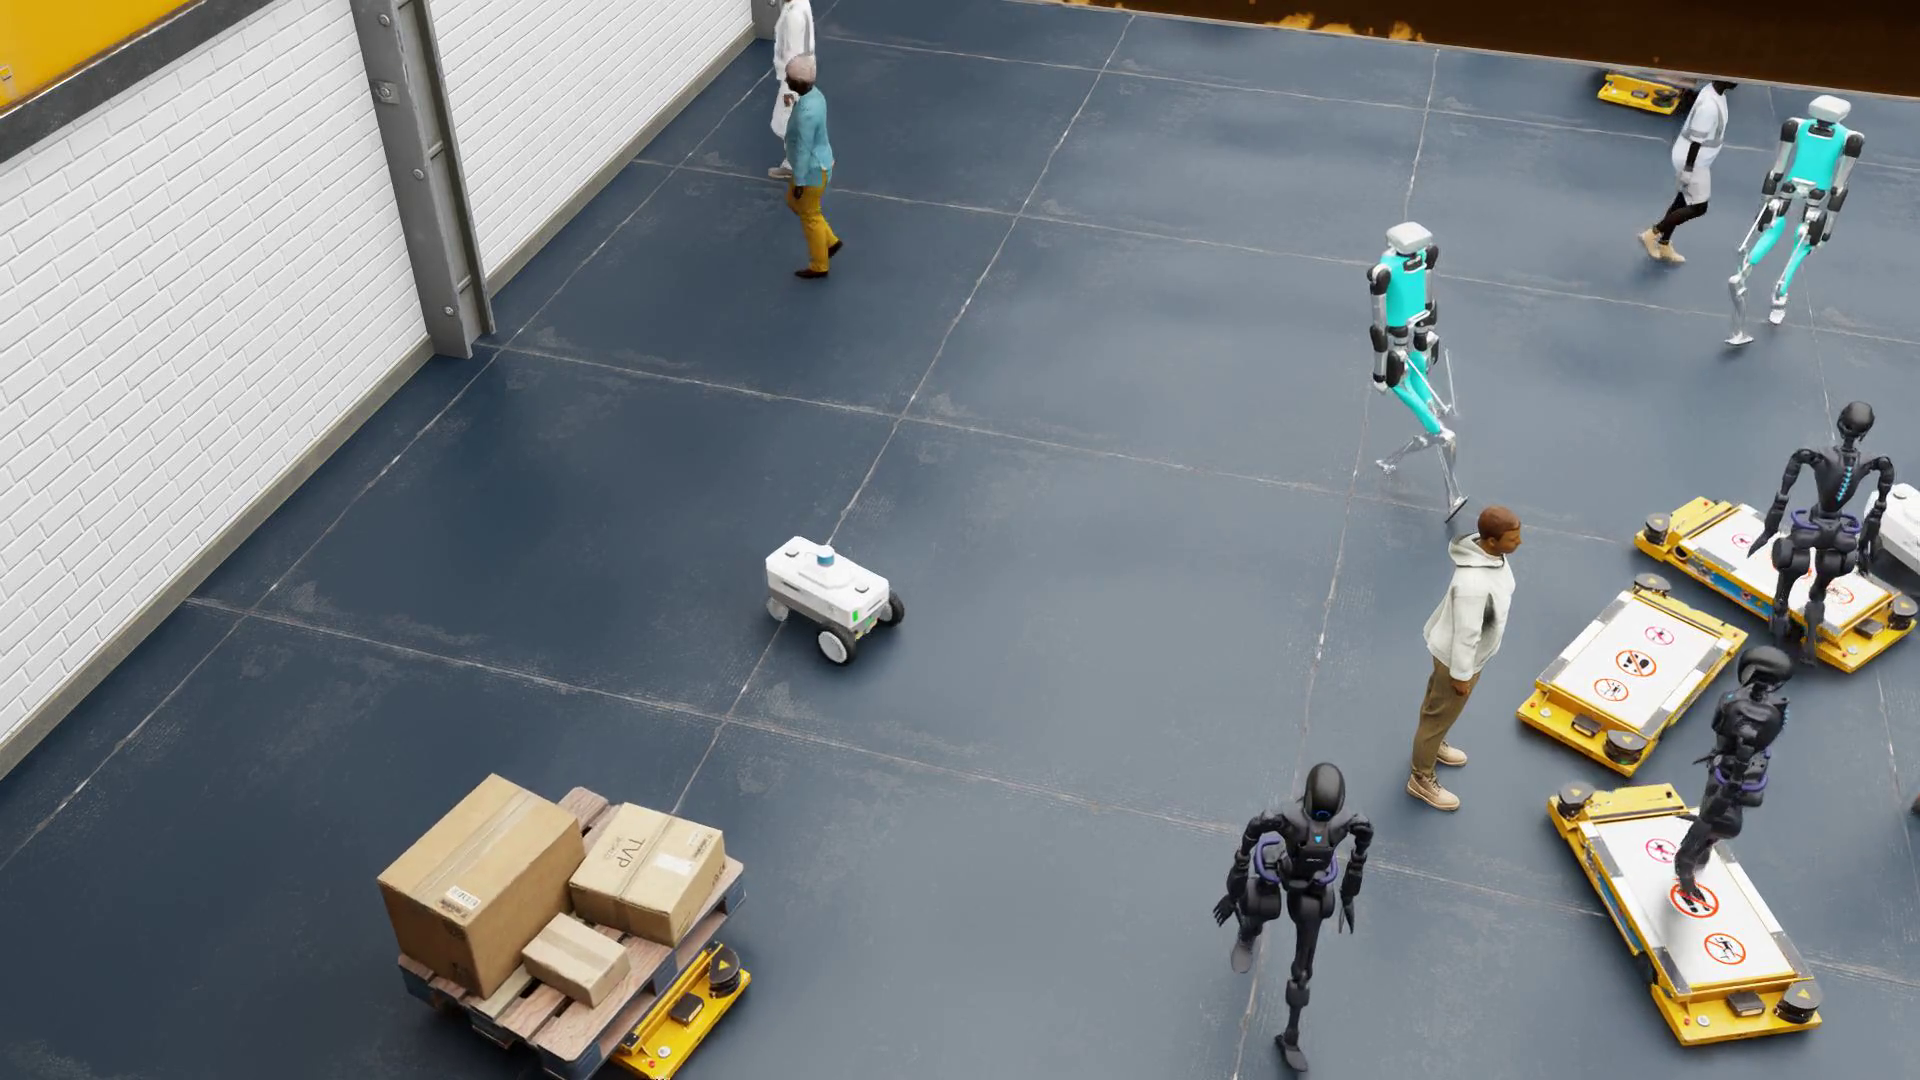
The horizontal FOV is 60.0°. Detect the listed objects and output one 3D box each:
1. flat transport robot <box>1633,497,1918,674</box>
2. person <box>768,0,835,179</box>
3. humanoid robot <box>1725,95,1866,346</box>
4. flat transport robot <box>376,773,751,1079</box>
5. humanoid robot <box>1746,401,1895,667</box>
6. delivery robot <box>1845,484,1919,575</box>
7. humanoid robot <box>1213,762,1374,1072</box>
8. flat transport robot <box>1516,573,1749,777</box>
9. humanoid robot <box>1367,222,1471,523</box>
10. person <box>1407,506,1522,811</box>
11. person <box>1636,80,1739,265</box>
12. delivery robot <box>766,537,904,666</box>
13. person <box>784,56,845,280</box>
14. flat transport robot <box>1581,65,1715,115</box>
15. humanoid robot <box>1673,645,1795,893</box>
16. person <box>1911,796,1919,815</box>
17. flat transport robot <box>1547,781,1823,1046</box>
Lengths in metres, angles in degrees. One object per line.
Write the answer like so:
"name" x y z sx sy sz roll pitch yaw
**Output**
"flat transport robot" 4.766 0.207 9.747 0.659 0.231 1.431 -24 45 -27
"person" -1.348 -3.733 13.365 0.476 1.870 0.602 -1 39 -1
"humanoid robot" 5.654 -2.101 11.461 0.552 1.741 0.955 28 46 30
"flat transport robot" -1.735 1.909 7.630 1.431 0.231 0.659 20 43 23
"humanoid robot" 4.578 0.010 8.877 0.612 1.639 0.401 7 39 8
"delivery robot" 5.653 0.002 9.783 0.499 0.606 0.796 -14 41 -17
"humanoid robot" 1.399 1.490 7.069 0.610 1.615 0.820 -1 39 -1
"flat transport robot" 3.710 0.712 9.119 0.659 0.231 1.431 31 48 32
"humanoid robot" 2.892 -0.965 10.050 0.561 1.750 1.038 -26 45 -29
"person" 2.440 0.544 8.132 0.371 1.767 0.524 14 41 17
"person" 5.486 -2.826 12.383 0.371 1.676 0.541 15 41 18
"delivery robot" -0.727 0.307 9.403 0.794 0.606 0.499 25 45 28
"person" -1.132 -2.705 12.187 0.405 1.738 0.546 1 39 1
"flat transport robot" 6.452 -4.327 15.386 0.659 0.231 1.431 23 44 26
"humanoid robot" 3.464 1.100 7.513 0.366 1.641 0.600 16 42 19
"person" 5.239 0.743 7.817 0.879 1.840 0.536 10 40 12
"flat transport robot" 3.402 1.709 7.878 0.659 0.231 1.431 -5 39 -7
